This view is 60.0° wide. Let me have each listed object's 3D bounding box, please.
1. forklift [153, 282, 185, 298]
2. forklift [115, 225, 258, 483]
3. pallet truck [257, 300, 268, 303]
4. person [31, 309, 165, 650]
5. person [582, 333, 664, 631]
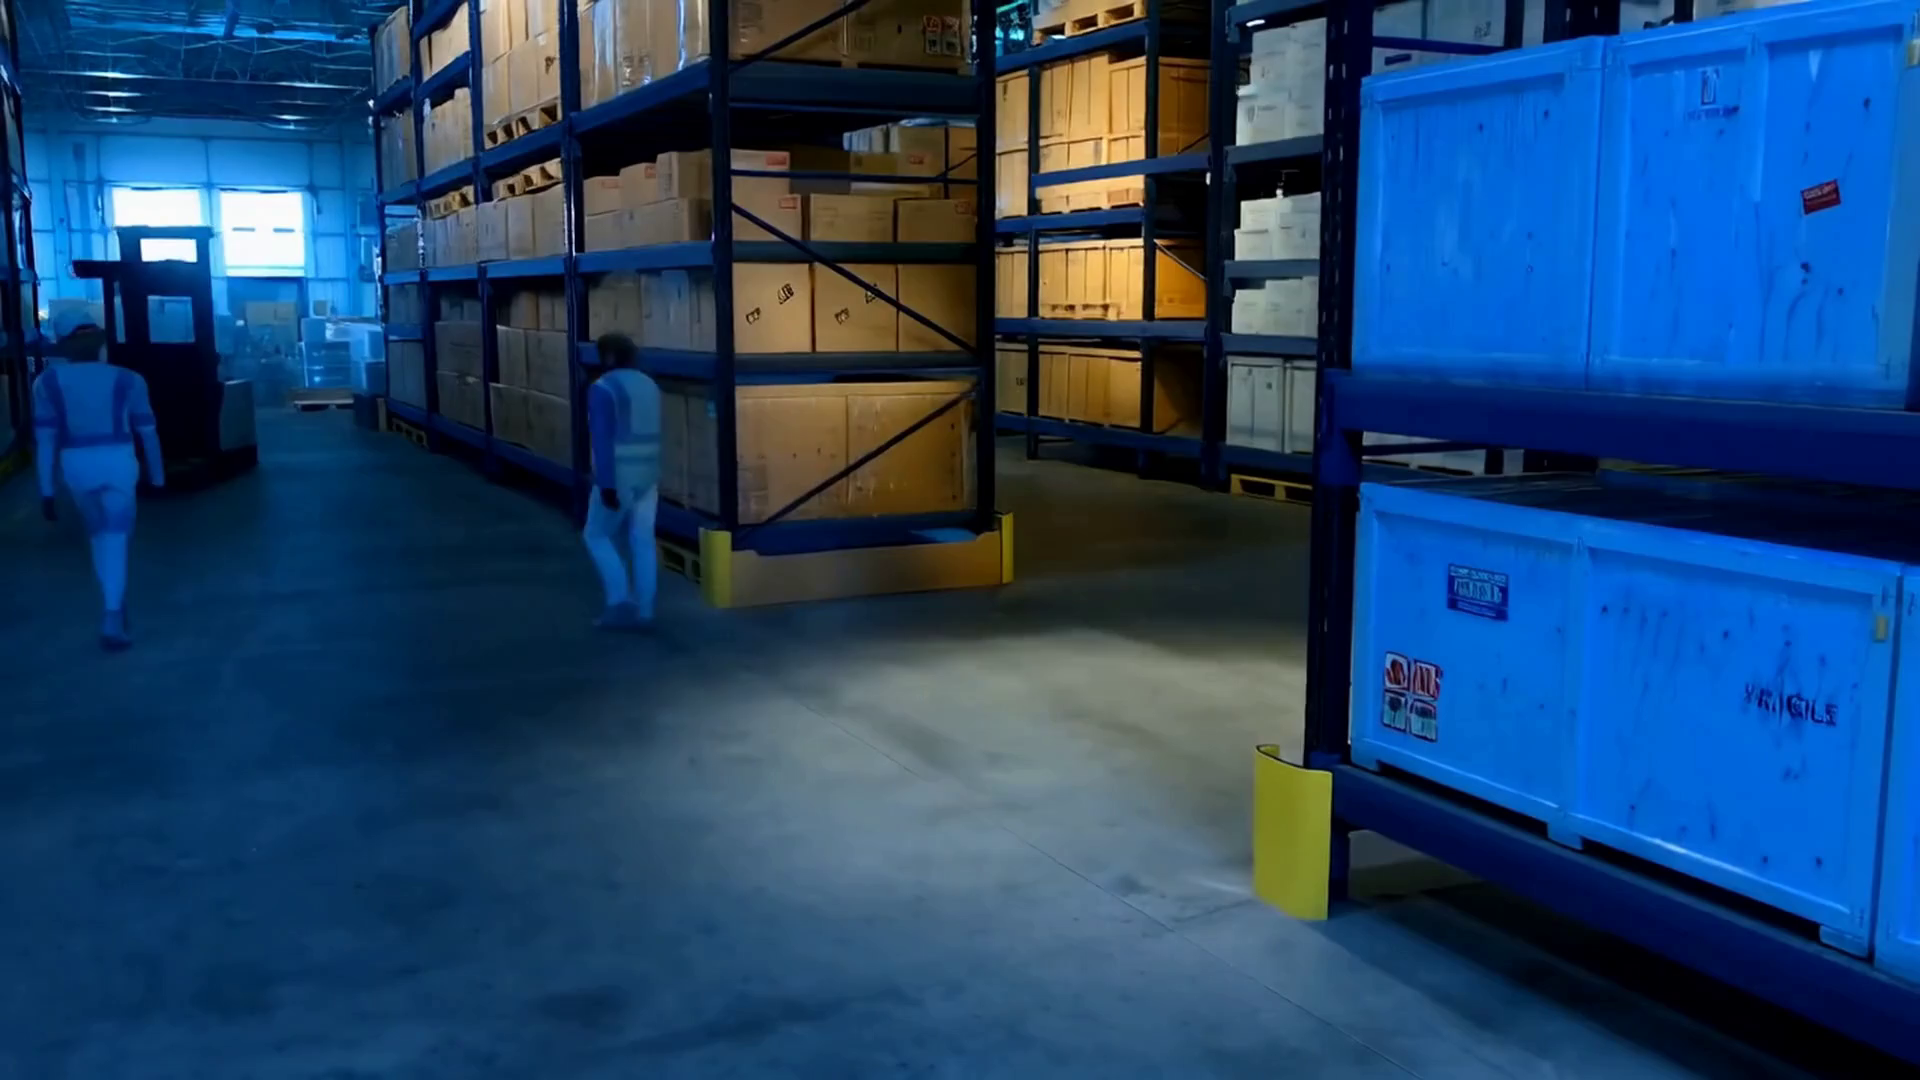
[{"bbox_3d":[-24.814,-6.996,52.331,1.873,2.768,1.129,6,10,37],"label":"forklift"},{"bbox_3d":[-8.788,-2.100,18.572,1.129,2.768,1.873,0,8,-1],"label":"forklift"},{"bbox_3d":[-23.913,-7.404,58.171,1.885,1.965,0.823,-1,8,-9],"label":"pallet truck"},{"bbox_3d":[-5.040,-0.361,9.741,0.630,1.971,1.101,-2,9,-16],"label":"person"},{"bbox_3d":[-2.025,-0.342,10.099,0.458,1.816,0.649,5,10,30],"label":"person"}]
